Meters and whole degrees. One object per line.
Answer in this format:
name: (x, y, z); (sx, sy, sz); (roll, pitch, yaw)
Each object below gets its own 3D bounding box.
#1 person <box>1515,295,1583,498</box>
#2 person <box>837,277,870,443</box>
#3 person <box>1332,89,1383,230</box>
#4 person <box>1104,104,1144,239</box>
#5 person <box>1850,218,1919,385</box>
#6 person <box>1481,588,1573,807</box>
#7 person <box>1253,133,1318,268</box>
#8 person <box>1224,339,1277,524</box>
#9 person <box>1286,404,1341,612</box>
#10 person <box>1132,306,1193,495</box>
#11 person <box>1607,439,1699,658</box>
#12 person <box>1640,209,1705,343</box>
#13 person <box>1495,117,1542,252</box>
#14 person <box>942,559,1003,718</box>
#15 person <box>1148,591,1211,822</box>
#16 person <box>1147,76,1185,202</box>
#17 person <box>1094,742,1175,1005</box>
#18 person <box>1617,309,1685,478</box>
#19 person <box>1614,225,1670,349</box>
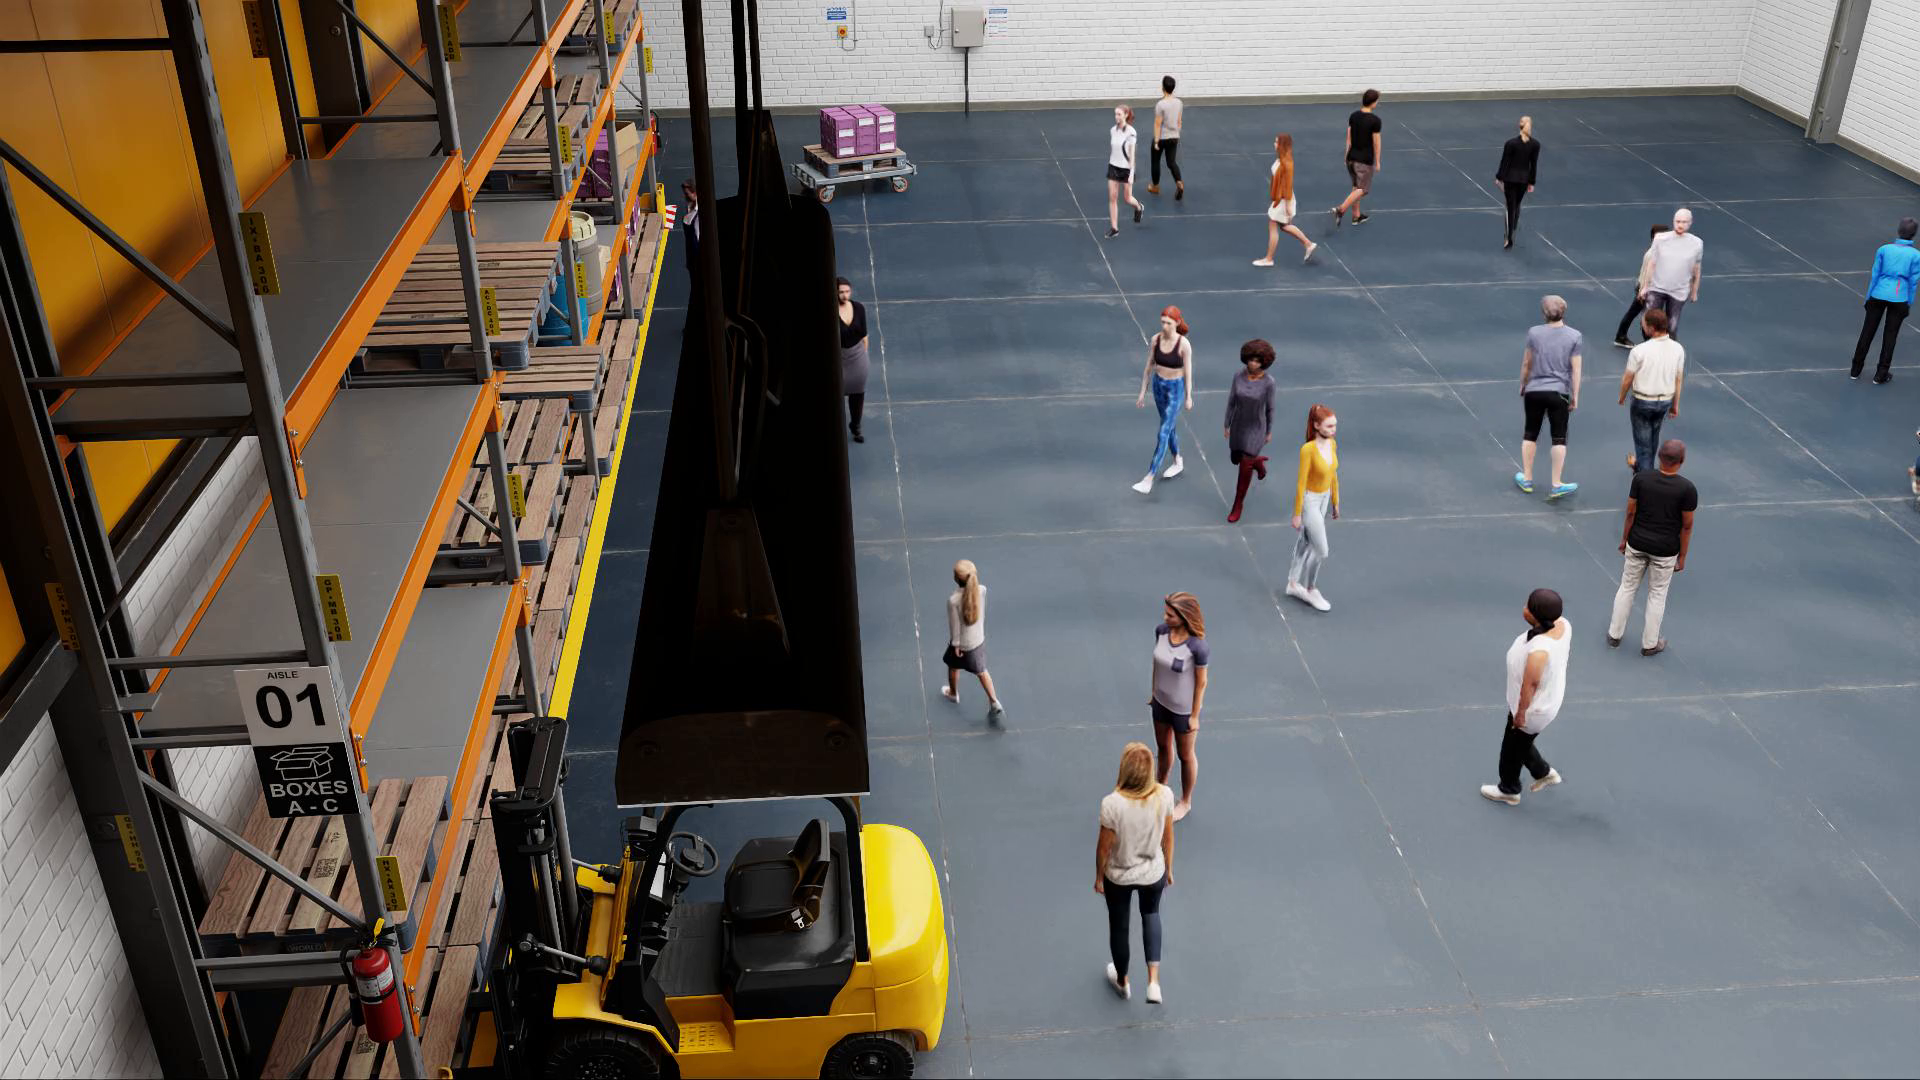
person: (5.391, -1.284, 15.195); (0.942, 1.848, 0.929); (24, 36, 36)
person: (-1.138, -1.731, 16.114); (0.761, 1.753, 0.757); (-13, 31, -22)
person: (5.255, -5.024, 22.065); (1.083, 1.836, 1.129); (-21, 35, -33)
person: (2.177, -4.850, 21.853); (0.927, 1.733, 1.010); (20, 34, 32)
person: (9.784, -2.529, 17.528); (0.691, 1.801, 0.749); (21, 35, 34)
person: (3.849, 1.075, 11.051); (0.902, 1.675, 0.839); (19, 34, 31)
person: (4.121, -4.229, 20.753); (0.768, 1.696, 1.006); (2, 29, 3)
person: (2.610, -1.004, 14.849); (0.956, 1.688, 1.063); (18, 33, 29)
person: (2.790, -0.298, 13.501); (0.855, 1.740, 0.794); (24, 37, 37)
person: (1.976, -1.333, 15.392); (1.100, 1.746, 1.148); (22, 36, 35)
person: (5.321, 0.058, 12.781); (0.757, 1.805, 0.804); (19, 34, 31)
person: (7.561, -2.676, 17.775); (0.890, 1.822, 0.923); (9, 30, 15)
person: (7.155, -4.540, 21.334); (0.648, 1.686, 0.758); (-1, 29, -3)
person: (0.097, 0.730, 12.123); (0.733, 1.255, 0.924); (-16, 32, -27)
person: (1.445, 1.073, 11.000); (0.741, 1.728, 0.649); (-21, 35, -33)
person: (2.919, -5.583, 23.237); (0.838, 1.695, 1.132); (-11, 31, -19)
person: (1.011, 1.941, 9.332); (0.663, 1.802, 0.809); (-5, 29, -10)
person: (6.233, -1.137, 14.978); (0.713, 1.798, 1.044); (-2, 29, -3)
person: (7.502, -2.778, 18.360); (0.919, 1.441, 0.922); (15, 32, 25)
